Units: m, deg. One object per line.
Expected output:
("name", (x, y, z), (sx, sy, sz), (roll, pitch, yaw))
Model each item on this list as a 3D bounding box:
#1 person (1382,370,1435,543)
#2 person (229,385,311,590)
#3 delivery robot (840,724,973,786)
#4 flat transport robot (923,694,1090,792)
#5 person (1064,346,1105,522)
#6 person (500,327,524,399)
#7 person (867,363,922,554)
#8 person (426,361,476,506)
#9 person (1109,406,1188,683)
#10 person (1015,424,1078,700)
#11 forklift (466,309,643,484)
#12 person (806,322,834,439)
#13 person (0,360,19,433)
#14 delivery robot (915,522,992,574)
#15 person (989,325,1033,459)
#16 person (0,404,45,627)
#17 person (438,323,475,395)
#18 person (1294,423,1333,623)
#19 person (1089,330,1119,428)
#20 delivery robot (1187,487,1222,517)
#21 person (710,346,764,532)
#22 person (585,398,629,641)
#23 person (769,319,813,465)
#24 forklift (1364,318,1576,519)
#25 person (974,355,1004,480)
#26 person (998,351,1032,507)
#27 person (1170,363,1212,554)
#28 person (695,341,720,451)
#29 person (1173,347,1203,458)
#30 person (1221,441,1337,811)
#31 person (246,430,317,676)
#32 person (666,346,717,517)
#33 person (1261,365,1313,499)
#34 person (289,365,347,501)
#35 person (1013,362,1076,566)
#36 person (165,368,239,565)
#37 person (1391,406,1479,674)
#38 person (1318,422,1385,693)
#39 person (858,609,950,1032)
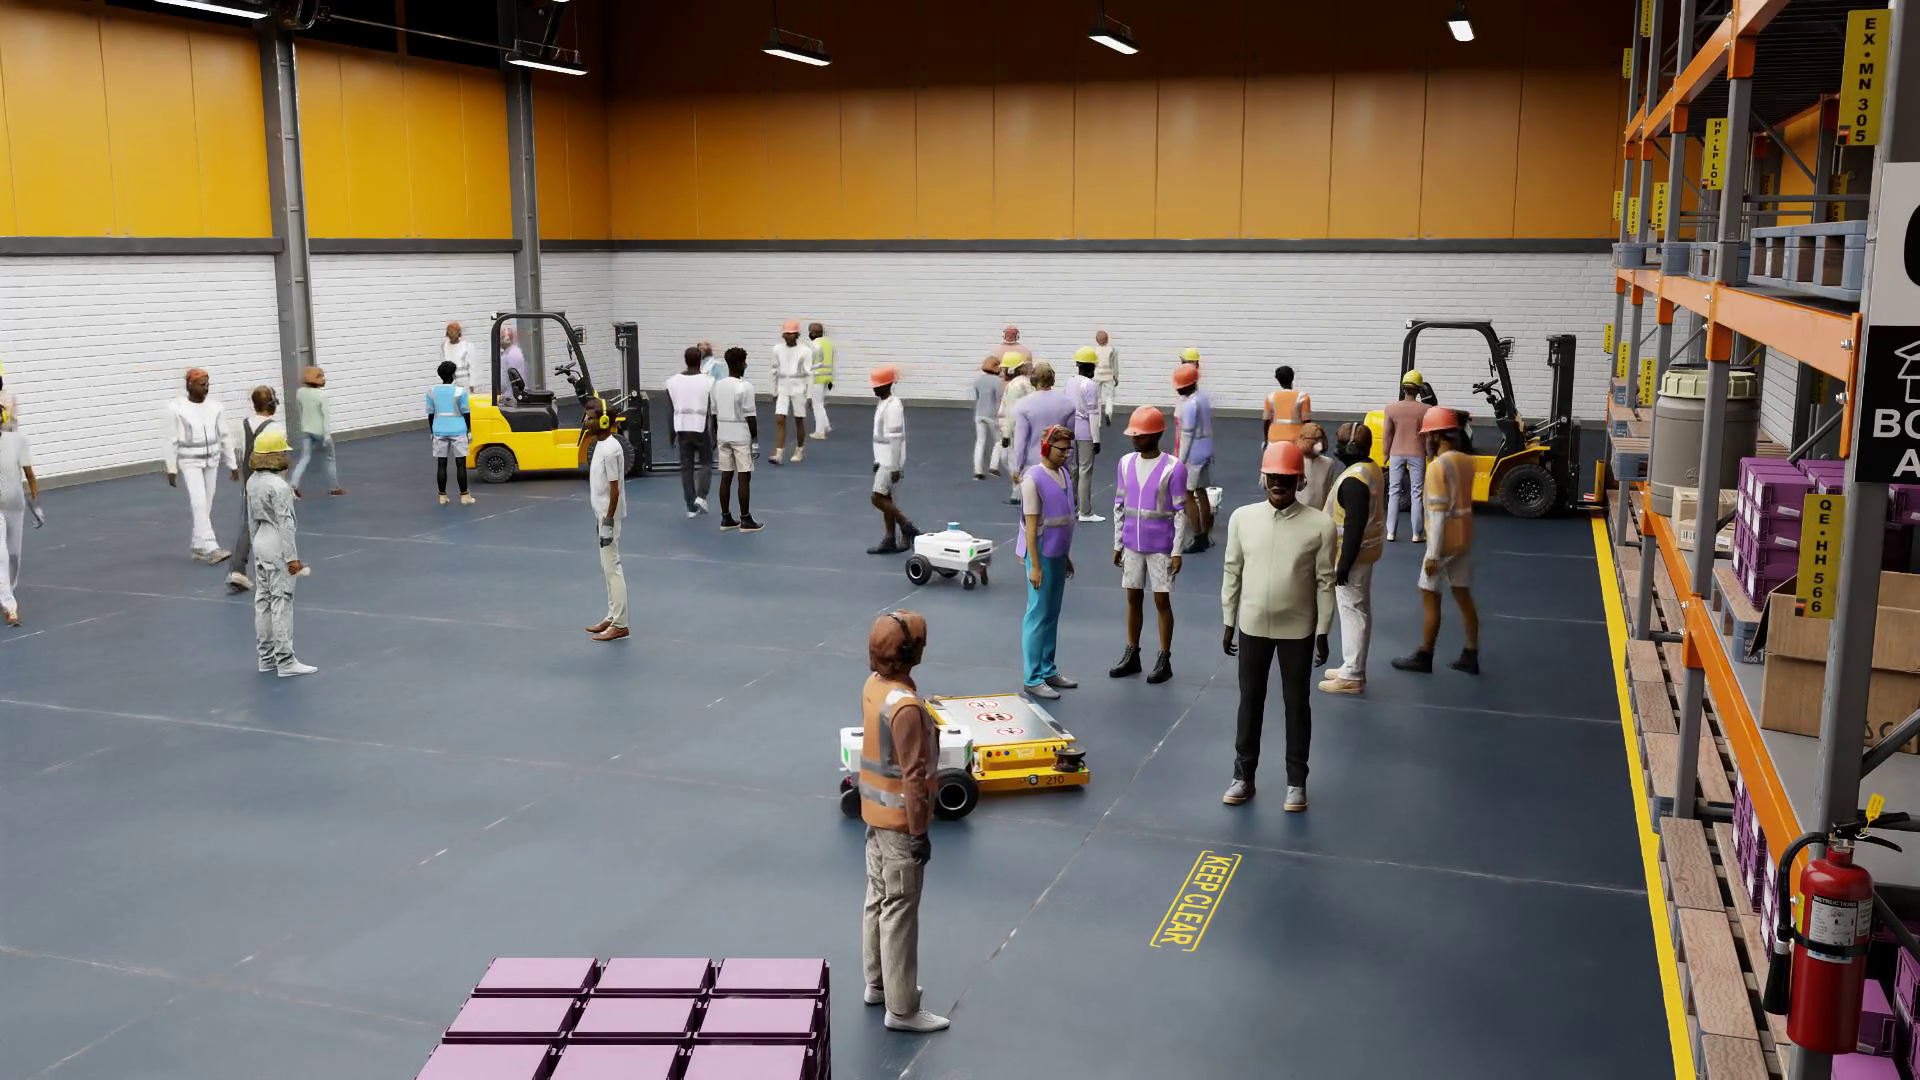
("person", (4.577, -0.848, 16.969), (0.533, 1.768, 0.311), (5, 11, 25))
("person", (-6.190, -0.469, 14.748), (0.534, 1.811, 0.937), (2, 10, 12))
("delivery robot", (-0.292, 1.136, 8.940), (0.707, 0.478, 0.477), (-1, 10, -5))
("flat transport robot", (0.237, 1.163, 9.853), (0.652, 0.197, 1.431), (-2, 10, -14))
("person", (1.358, -1.158, 18.261), (0.368, 1.927, 0.587), (-6, 12, -30))
("person", (-6.227, -2.013, 23.173), (0.482, 1.892, 0.664), (-4, 11, -22))
("person", (-0.688, -0.777, 16.186), (0.452, 1.908, 0.576), (-1, 10, -8))
("person", (-5.932, -1.237, 19.365), (0.533, 1.692, 0.319), (1, 10, 4))
("person", (1.296, 0.030, 11.545), (0.552, 1.933, 0.368), (7, 12, 35))
("person", (0.586, 0.134, 11.237), (0.389, 1.837, 0.563), (5, 11, 26))
("forklift", (-5.354, -1.902, 21.697), (2.313, 2.155, 1.214), (-2, 10, -13))
("person", (-2.235, -2.489, 26.065), (0.449, 1.828, 0.630), (5, 11, 25))
("person", (-10.141, -0.975, 17.429), (0.697, 1.879, 0.589), (3, 11, 18))
("delivery robot", (-0.058, 0.087, 14.847), (0.707, 0.478, 0.477), (8, 13, 38))
("person", (0.729, -2.096, 23.605), (0.643, 1.908, 0.410), (1, 10, 4))
("person", (-7.786, -0.264, 13.522), (0.515, 1.831, 0.941), (-9, 13, -41))
("person", (-7.746, -2.412, 25.604), (0.604, 1.824, 1.043), (0, 10, 2))
("person", (2.770, -0.121, 13.246), (0.520, 1.635, 0.300), (-5, 11, -26))
("person", (2.353, -2.650, 27.476), (0.537, 1.623, 0.463), (1, 10, 3))
("delivery robot", (2.464, -0.455, 17.901), (0.707, 0.478, 0.477), (2, 10, 11))
("person", (-2.366, -1.065, 17.630), (0.606, 1.966, 0.367), (7, 12, 34))
("person", (-2.735, -0.159, 12.797), (0.328, 1.872, 0.513), (-3, 11, -18))
("person", (-2.352, -2.020, 22.875), (0.645, 2.006, 0.963), (2, 10, 13))
("forklift", (5.787, -1.437, 19.079), (2.313, 2.155, 1.214), (3, 11, 19))
("person", (0.378, -1.576, 21.494), (0.497, 1.616, 0.508), (8, 13, 37))
("person", (0.632, -1.274, 19.244), (0.419, 1.816, 0.595), (2, 10, 12))
("person", (2.321, -0.819, 16.500), (0.377, 1.893, 0.714), (5, 11, 24))
("person", (-3.717, -2.146, 24.692), (0.520, 1.622, 0.644), (7, 13, 36))
("person", (2.841, -1.514, 20.722), (0.326, 1.767, 0.533), (-2, 10, -11))
("person", (1.704, 0.459, 8.955), (0.612, 1.997, 0.375), (4, 11, 21))
("person", (-4.820, 0.090, 11.751), (0.492, 1.743, 0.295), (8, 13, 39))
("person", (-2.980, -1.203, 18.580), (0.604, 1.902, 0.441), (1, 10, 5))
("person", (3.659, -1.102, 18.651), (0.565, 1.686, 0.321), (5, 11, 24))
("person", (-7.719, -1.281, 19.850), (0.498, 1.604, 0.789), (3, 11, 18))
("person", (0.788, -0.702, 15.666), (0.635, 1.935, 0.354), (-4, 11, -22))
("person", (-7.160, -0.696, 15.844), (0.796, 1.855, 0.607), (6, 12, 31))
("person", (3.415, 0.009, 11.738), (0.429, 1.933, 0.565), (9, 14, 42))
("person", (2.650, 0.119, 11.312), (0.430, 1.844, 0.619), (4, 11, 22))
("person", (-0.237, 1.080, 6.453), (0.306, 1.645, 0.521), (-4, 11, -20))
